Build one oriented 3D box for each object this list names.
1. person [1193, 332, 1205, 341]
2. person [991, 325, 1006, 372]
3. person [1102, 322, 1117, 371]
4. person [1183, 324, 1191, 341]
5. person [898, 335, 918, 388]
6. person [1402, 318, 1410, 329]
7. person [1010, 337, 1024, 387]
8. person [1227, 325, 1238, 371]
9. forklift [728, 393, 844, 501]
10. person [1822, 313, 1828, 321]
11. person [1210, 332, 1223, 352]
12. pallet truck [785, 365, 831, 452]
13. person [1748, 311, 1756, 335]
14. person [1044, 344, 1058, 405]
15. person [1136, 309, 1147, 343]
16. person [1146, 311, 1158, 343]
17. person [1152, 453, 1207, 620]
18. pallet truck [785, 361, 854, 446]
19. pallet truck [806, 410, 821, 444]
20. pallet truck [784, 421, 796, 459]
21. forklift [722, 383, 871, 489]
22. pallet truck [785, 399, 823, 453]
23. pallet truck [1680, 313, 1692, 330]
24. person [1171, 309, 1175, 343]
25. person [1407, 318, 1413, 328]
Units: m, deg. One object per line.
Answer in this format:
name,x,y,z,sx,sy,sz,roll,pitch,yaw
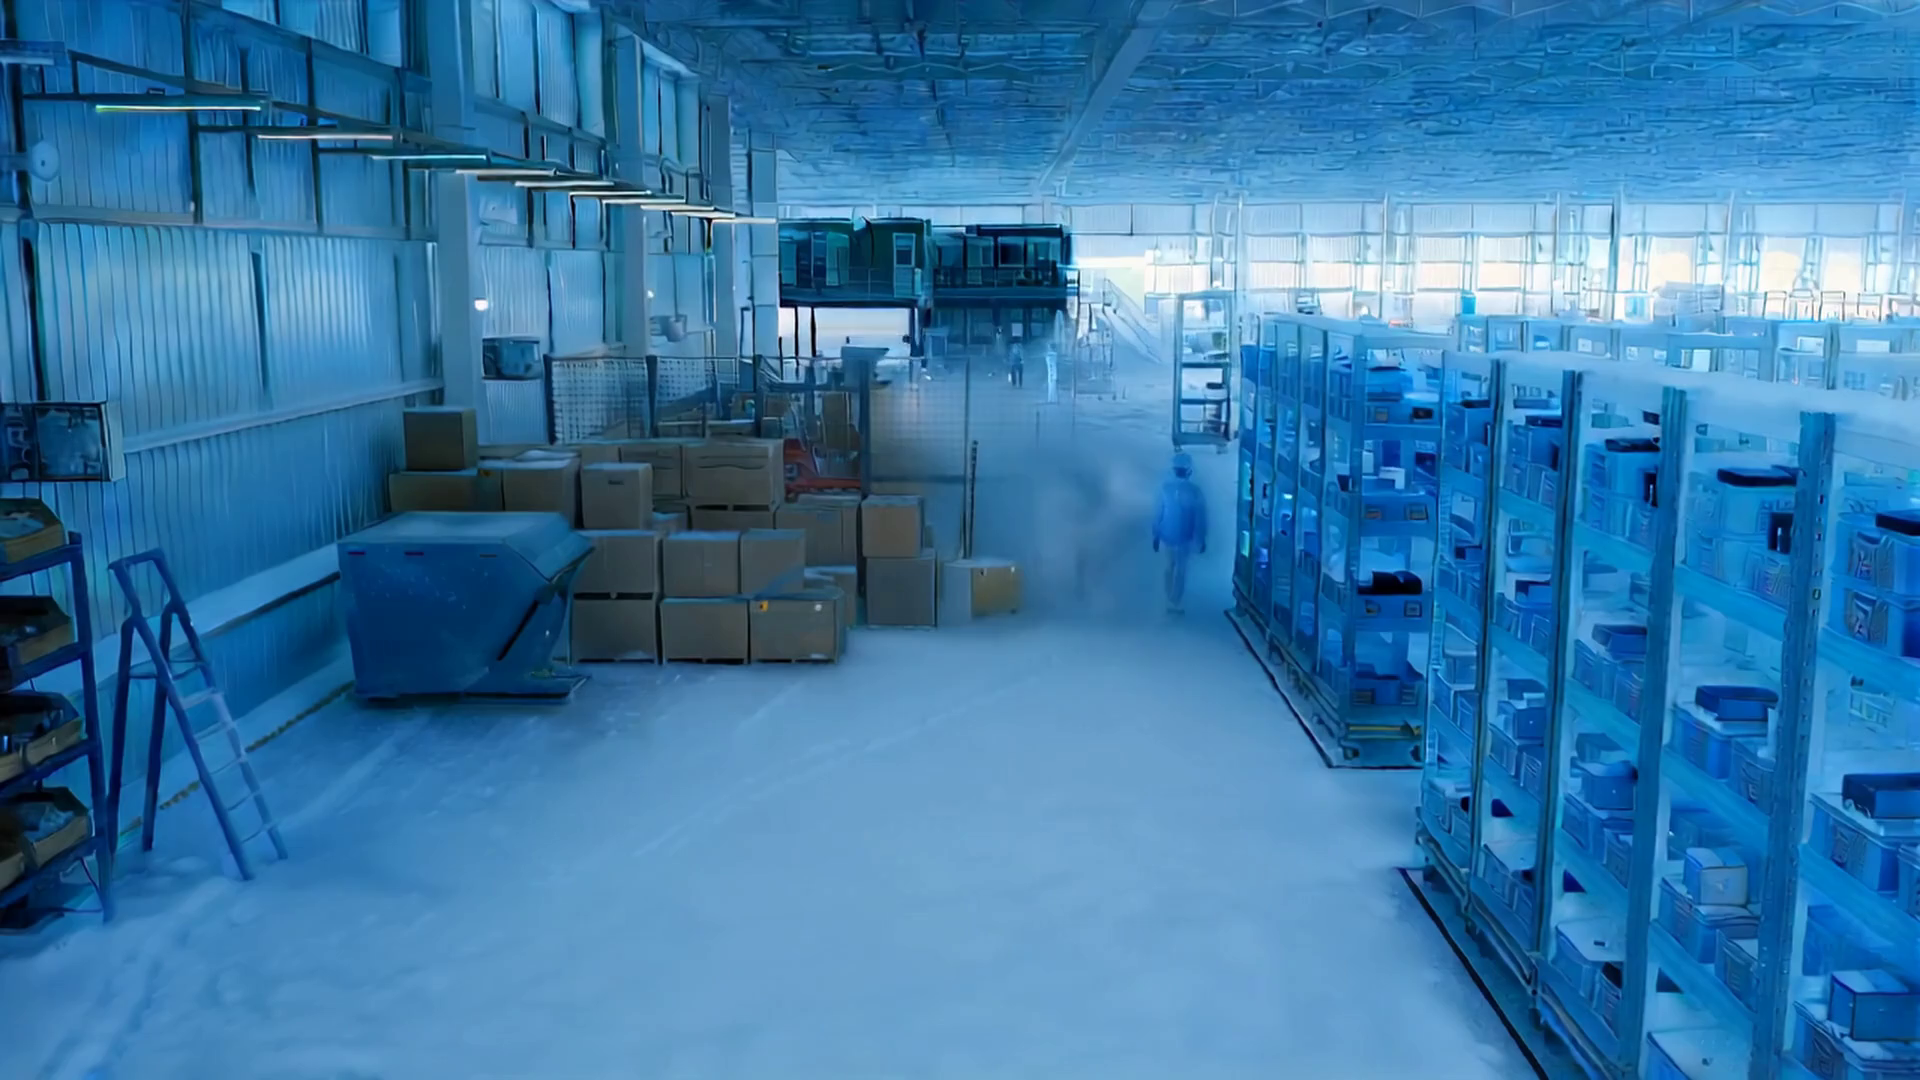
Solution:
person,14.001,-12.518,97.333,0.687,1.729,0.539,4,10,25
person,1.568,-7.731,67.247,0.604,1.908,0.604,-3,10,-16
person,6.057,-7.928,68.053,0.683,2.000,0.537,-5,11,-29
person,13.115,-12.462,96.524,0.581,1.884,0.926,1,9,7
person,-1.815,-6.247,58.259,0.846,1.847,0.601,1,9,9
person,19.245,-8.537,71.803,0.370,2.044,0.608,0,9,0
person,2.002,-6.262,58.651,0.518,1.756,0.348,-5,10,-29
person,11.085,-7.888,68.299,0.653,1.908,0.566,1,9,5
forklift,-2.979,-1.316,26.476,2.680,1.987,1.157,0,9,1
person,46.114,-11.183,88.725,0.798,1.857,0.608,-2,9,-14
person,11.532,-8.914,74.590,0.672,1.893,0.478,-3,10,-16
pallet truck,-3.774,-2.976,37.635,1.885,1.965,0.823,1,9,5
person,41.614,-11.042,87.406,0.610,1.993,0.380,-7,11,-36
person,2.796,-5.078,51.022,0.514,1.863,0.332,-8,12,-39
person,9.905,-11.580,90.717,0.611,1.996,0.387,1,9,7
person,10.887,-12.115,94.677,0.978,1.784,0.635,-9,13,-44
person,2.615,-0.048,19.631,0.651,1.973,0.525,6,11,31
pallet truck,-3.410,-3.193,38.978,1.885,1.965,0.823,0,9,-1
pallet truck,-3.559,-2.018,33.905,1.522,1.261,0.704,0,9,-1
pallet truck,-4.013,-1.793,32.705,1.601,1.201,0.680,0,9,1
forklift,-2.893,-1.687,28.729,2.680,1.987,1.157,0,9,-1
pallet truck,-3.814,-2.432,36.419,1.630,1.274,0.653,0,9,1
pallet truck,36.315,-10.531,84.244,0.823,1.965,1.885,-6,11,-33
person,12.175,-12.169,94.566,0.382,1.922,0.594,0,9,1
person,21.412,-9.706,79.695,0.971,1.819,0.554,-2,10,-14
